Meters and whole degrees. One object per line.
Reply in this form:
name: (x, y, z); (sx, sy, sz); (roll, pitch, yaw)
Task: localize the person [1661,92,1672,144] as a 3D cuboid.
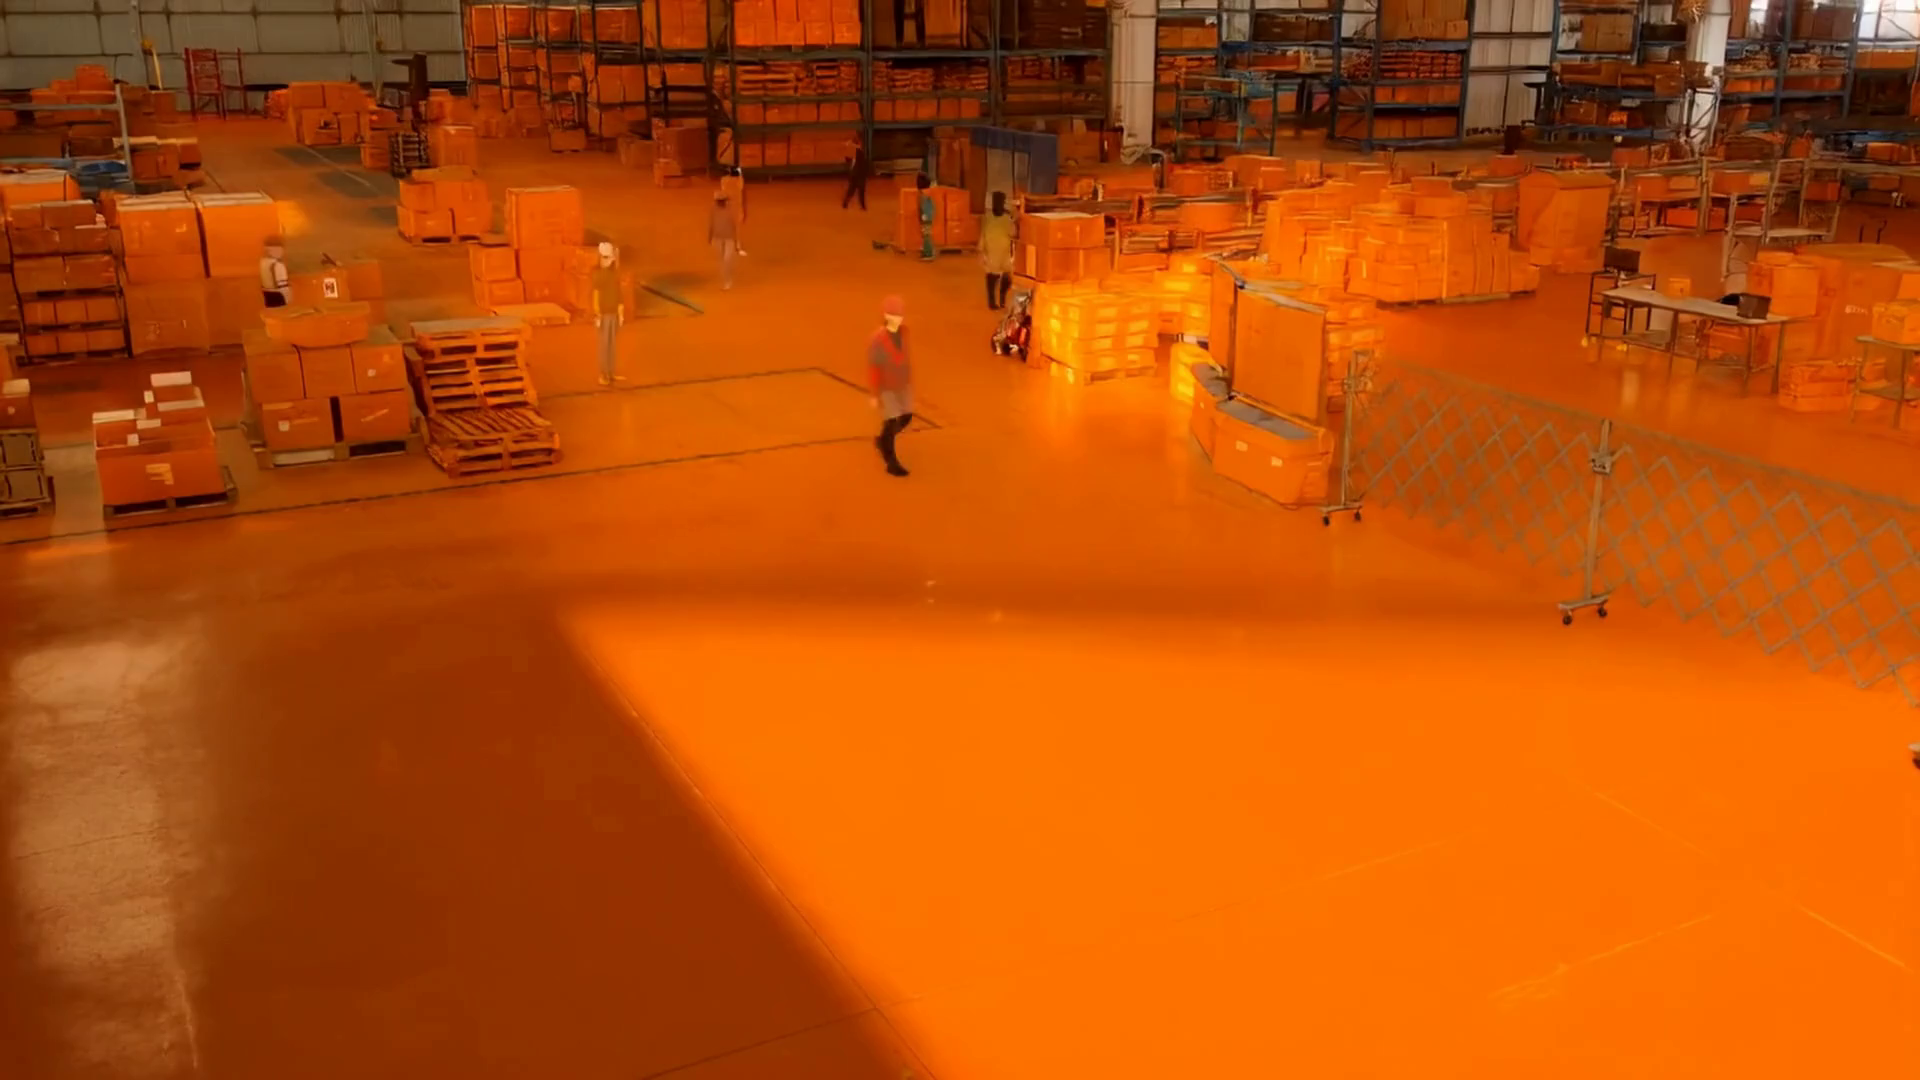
person: (25.042, -14.898, 58.905); (0.552, 1.883, 0.995); (16, 24, 41)

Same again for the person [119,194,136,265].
person: (-13.102, -4.563, 26.609); (0.593, 1.920, 0.392); (-1, 18, -3)

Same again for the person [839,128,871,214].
person: (-2.471, -8.774, 39.540); (0.618, 2.000, 0.690); (8, 19, 24)

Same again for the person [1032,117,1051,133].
person: (2.155, -10.210, 44.106); (0.608, 1.986, 0.391); (-6, 19, -18)

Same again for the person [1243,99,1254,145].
person: (10.347, -14.963, 59.571); (0.532, 1.593, 0.820); (-14, 22, -37)

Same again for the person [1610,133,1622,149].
person: (21.911, -13.783, 55.503); (0.587, 1.828, 0.404); (-3, 18, -9)

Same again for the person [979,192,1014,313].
person: (0.601, -4.608, 26.716); (0.608, 1.945, 0.519); (-7, 19, -20)

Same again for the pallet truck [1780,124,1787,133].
pallet truck: (25.206, -12.542, 52.601); (1.601, 1.201, 0.680); (0, 18, -2)

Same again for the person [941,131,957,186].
person: (-0.254, -9.548, 42.476); (0.597, 1.726, 0.547); (-15, 23, -39)

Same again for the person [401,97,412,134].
person: (-19.993, -15.150, 60.084); (0.315, 1.629, 0.509); (-9, 20, -26)

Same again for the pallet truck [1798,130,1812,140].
pallet truck: (25.526, -11.556, 49.408); (1.630, 1.274, 0.653); (-9, 20, -26)

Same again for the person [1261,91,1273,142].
person: (11.077, -15.197, 59.873); (0.699, 1.854, 0.663); (-9, 20, -27)

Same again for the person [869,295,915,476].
person: (-0.723, -1.629, 17.472); (0.553, 1.922, 0.479); (-16, 23, -40)

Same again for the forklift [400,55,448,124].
forklift: (-22.693, -19.038, 70.187); (1.873, 2.768, 1.129); (-9, 20, -26)

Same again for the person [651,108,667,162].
person: (-8.932, -11.926, 49.620); (0.346, 1.882, 0.584); (14, 22, 36)

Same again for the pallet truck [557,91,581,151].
pallet truck: (-13.495, -14.412, 57.188); (0.823, 1.965, 1.885); (-3, 18, -9)

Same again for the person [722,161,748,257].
person: (-4.443, -6.550, 32.883); (0.538, 1.869, 0.313); (-9, 20, -25)

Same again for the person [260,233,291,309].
person: (-9.131, -3.139, 22.212); (0.999, 1.895, 0.555); (-14, 22, -37)

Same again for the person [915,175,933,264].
person: (-0.694, -6.154, 31.945); (0.323, 1.689, 0.537); (4, 18, 11)

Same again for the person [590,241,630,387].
person: (-4.566, -2.942, 21.628); (0.317, 1.875, 0.532); (8, 20, 25)

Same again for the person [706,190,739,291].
person: (-4.150, -5.202, 28.896); (0.542, 1.722, 0.862); (4, 18, 12)

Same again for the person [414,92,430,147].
person: (-18.934, -14.773, 58.462); (0.606, 1.908, 0.399); (13, 22, 35)

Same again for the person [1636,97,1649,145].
person: (24.465, -14.999, 59.522); (0.410, 1.673, 0.575); (-16, 24, -41)

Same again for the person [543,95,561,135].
person: (-14.365, -14.808, 58.730); (0.623, 1.813, 0.844); (0, 18, 1)

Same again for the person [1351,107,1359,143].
person: (14.360, -15.000, 59.226); (0.893, 1.870, 0.675); (-8, 20, -24)

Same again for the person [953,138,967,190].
person: (0.037, -9.295, 41.847); (0.389, 1.617, 0.511); (-13, 22, -35)

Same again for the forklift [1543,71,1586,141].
forklift: (18.685, -13.231, 52.085); (1.873, 2.768, 1.129); (-9, 20, -26)
